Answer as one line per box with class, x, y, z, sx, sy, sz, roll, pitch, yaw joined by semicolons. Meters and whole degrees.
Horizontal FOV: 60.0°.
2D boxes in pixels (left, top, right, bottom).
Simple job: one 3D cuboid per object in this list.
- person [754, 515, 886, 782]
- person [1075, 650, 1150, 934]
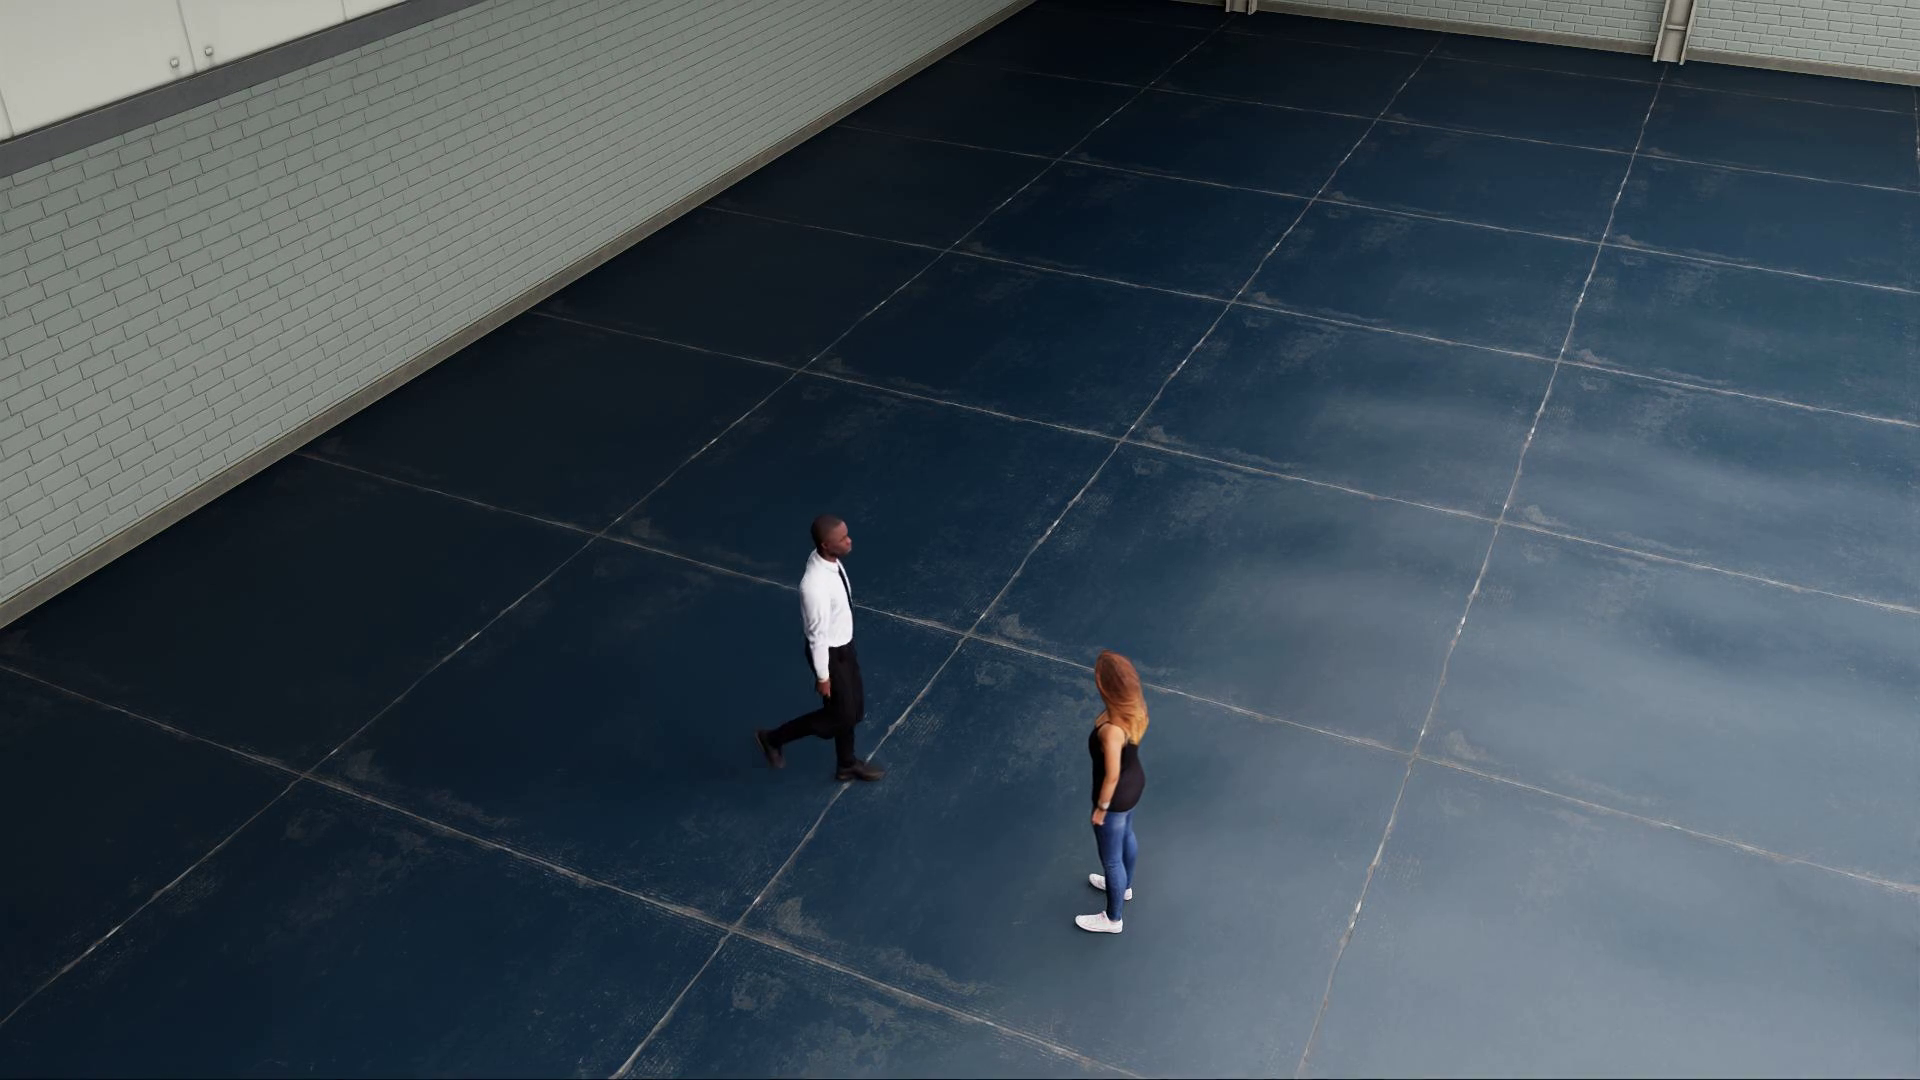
person;-0.830;0.649;9.485;1.083;1.816;0.867;2;32;3
person;0.807;1.289;8.558;0.536;1.722;0.610;11;34;17
